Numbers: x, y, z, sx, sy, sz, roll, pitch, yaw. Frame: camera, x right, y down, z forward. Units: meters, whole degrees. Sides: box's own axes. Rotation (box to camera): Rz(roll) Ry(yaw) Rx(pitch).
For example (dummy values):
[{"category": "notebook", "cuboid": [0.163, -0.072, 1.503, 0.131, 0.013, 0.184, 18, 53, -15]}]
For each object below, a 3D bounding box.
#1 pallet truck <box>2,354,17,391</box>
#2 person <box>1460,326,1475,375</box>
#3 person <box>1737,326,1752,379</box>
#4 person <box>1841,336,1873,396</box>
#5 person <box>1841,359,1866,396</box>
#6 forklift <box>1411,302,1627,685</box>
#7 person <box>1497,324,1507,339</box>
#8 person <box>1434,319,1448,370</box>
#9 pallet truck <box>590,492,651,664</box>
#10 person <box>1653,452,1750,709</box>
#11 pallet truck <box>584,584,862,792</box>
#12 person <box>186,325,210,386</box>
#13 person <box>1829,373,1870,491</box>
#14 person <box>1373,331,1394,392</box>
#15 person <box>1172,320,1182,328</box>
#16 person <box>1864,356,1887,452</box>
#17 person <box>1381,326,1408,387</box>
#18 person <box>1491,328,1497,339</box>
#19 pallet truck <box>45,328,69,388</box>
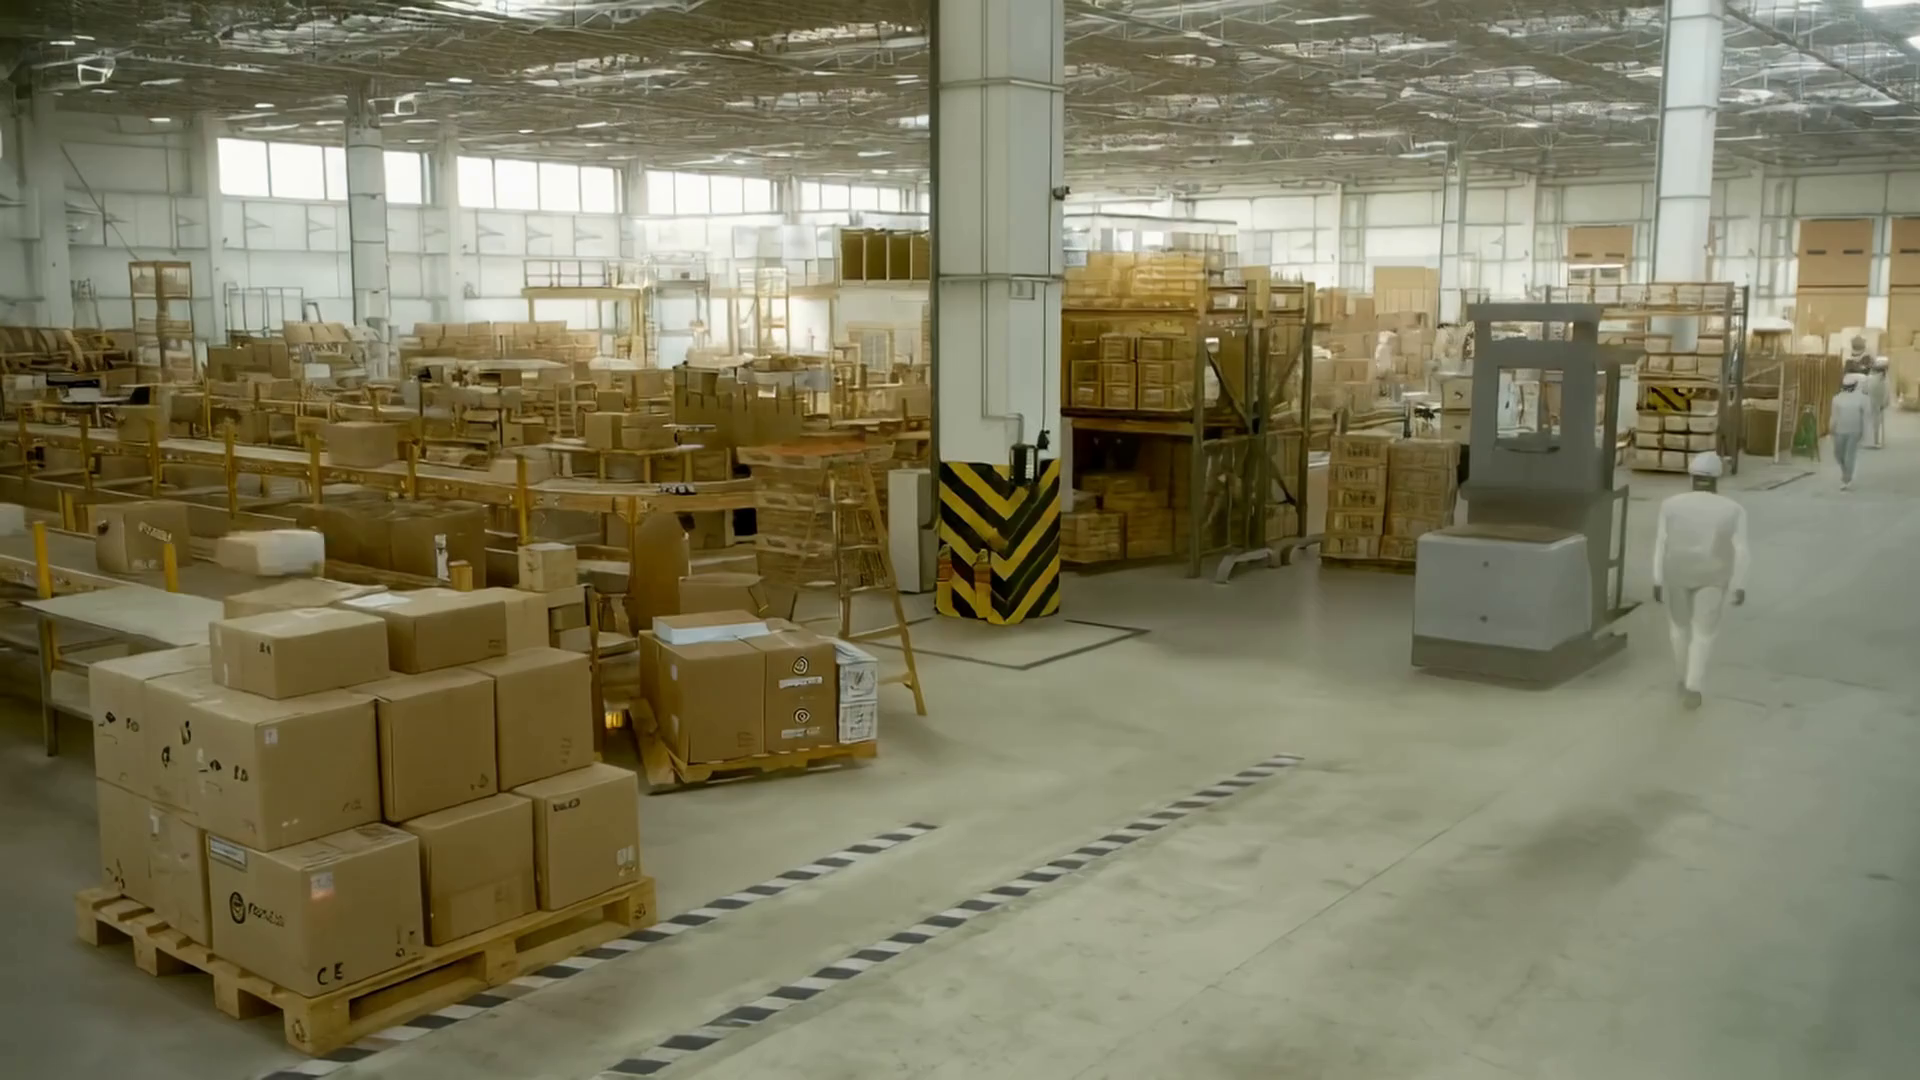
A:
[{"category": "pallet truck", "cuboid": [-24.881, -4.417, 42.634, 1.885, 1.965, 0.823, 8, 11, 41]}, {"category": "person", "cuboid": [15.281, -5.437, 49.768, 0.555, 1.923, 0.719, 4, 9, 26]}, {"category": "person", "cuboid": [26.657, -6.375, 56.513, 0.431, 1.809, 0.705, 6, 10, 33]}, {"category": "person", "cuboid": [18.049, -3.099, 33.604, 0.539, 2.000, 0.688, -1, 8, -6]}, {"category": "person", "cuboid": [17.458, -2.712, 32.446, 0.507, 1.617, 0.641, -1, 9, -8]}, {"category": "forklift", "cuboid": [4.379, -0.438, 12.852, 1.129, 2.768, 1.873, 7, 11, 37]}, {"category": "person", "cuboid": [19.151, -6.673, 58.458, 0.729, 1.826, 0.516, 3, 9, 17]}, {"category": "person", "cuboid": [18.165, -7.388, 62.917, 0.452, 1.920, 0.648, -3, 9, -17]}, {"category": "pallet truck", "cuboid": [-3.115, 0.344, 12.883, 0.653, 1.274, 1.630, 7, 11, 37]}, {"category": "person", "cuboid": [5.229, 0.275, 11.753, 0.611, 1.785, 0.939, 5, 10, 32]}, {"category": "pallet truck", "cuboid": [-1.426, 0.805, 10.019, 1.601, 1.201, 0.680, -4, 9, -26]}, {"category": "person", "cuboid": [-23.526, -5.665, 51.354, 0.652, 1.906, 0.405, -4, 9, -25]}, {"category": "person", "cuboid": [13.133, -1.603, 24.538, 0.664, 1.745, 0.525, -8, 12, -44]}, {"category": "person", "cuboid": [10.908, -4.458, 43.180, 0.628, 1.905, 1.029, -8, 12, -44]}, {"category": "person", "cuboid": [8.951, -8.159, 68.247, 0.358, 1.883, 0.572, -7, 11, -40]}, {"category": "person", "cuboid": [16.766, -2.487, 30.443, 0.349, 1.759, 0.522, 2, 9, 15]}, {"category": "person", "cuboid": [13.388, -5.663, 51.418, 0.933, 1.901, 0.579, 0, 8, 1]}, {"category": "person", "cuboid": [13.800, -4.546, 43.515, 0.397, 1.992, 0.623, 1, 9, 10]}, {"category": "pallet truck", "cuboid": [-23.775, -4.544, 43.495, 1.885, 1.965, 0.823, 6, 10, 35]}]
